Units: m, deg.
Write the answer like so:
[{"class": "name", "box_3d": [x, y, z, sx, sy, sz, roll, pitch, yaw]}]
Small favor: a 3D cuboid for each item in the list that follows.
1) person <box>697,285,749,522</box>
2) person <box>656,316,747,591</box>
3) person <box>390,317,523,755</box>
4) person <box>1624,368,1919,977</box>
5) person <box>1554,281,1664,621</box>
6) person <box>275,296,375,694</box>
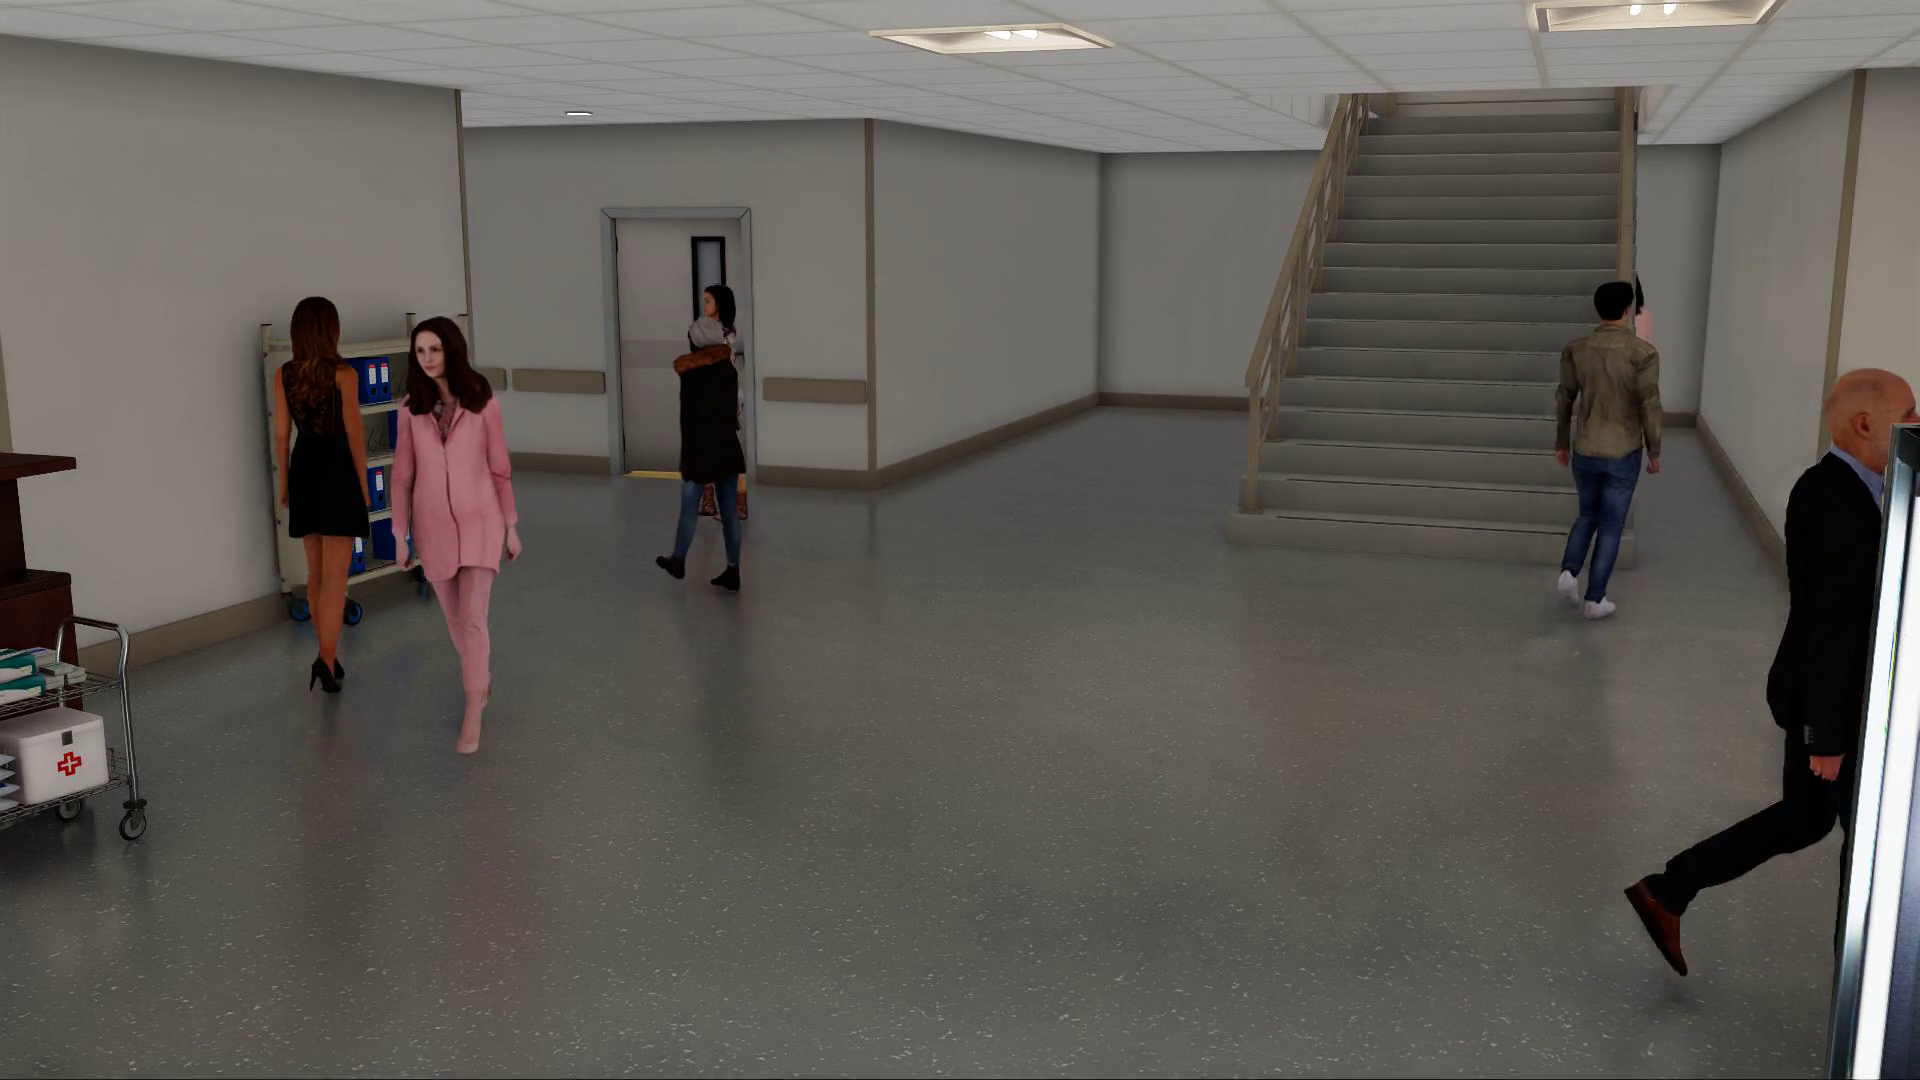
[{"class": "person", "box_3d": [-1.658, -0.980, 12.125, 0.873, 1.720, 0.813, -6, 12, -27]}, {"class": "person", "box_3d": [-1.423, -0.487, 9.821, 0.930, 1.610, 0.974, 10, 15, 44]}, {"class": "person", "box_3d": [-2.095, -0.020, 6.991, 0.939, 1.748, 1.210, -1, 11, -3]}, {"class": "person", "box_3d": [2.275, 0.437, 4.505, 0.764, 1.777, 1.014, 5, 12, 23]}, {"class": "person", "box_3d": [3.470, -0.461, 9.035, 0.897, 1.852, 0.854, -11, 15, -44]}, {"class": "person", "box_3d": [-2.966, -0.200, 7.706, 0.659, 1.834, 0.724, 2, 11, 9]}]
